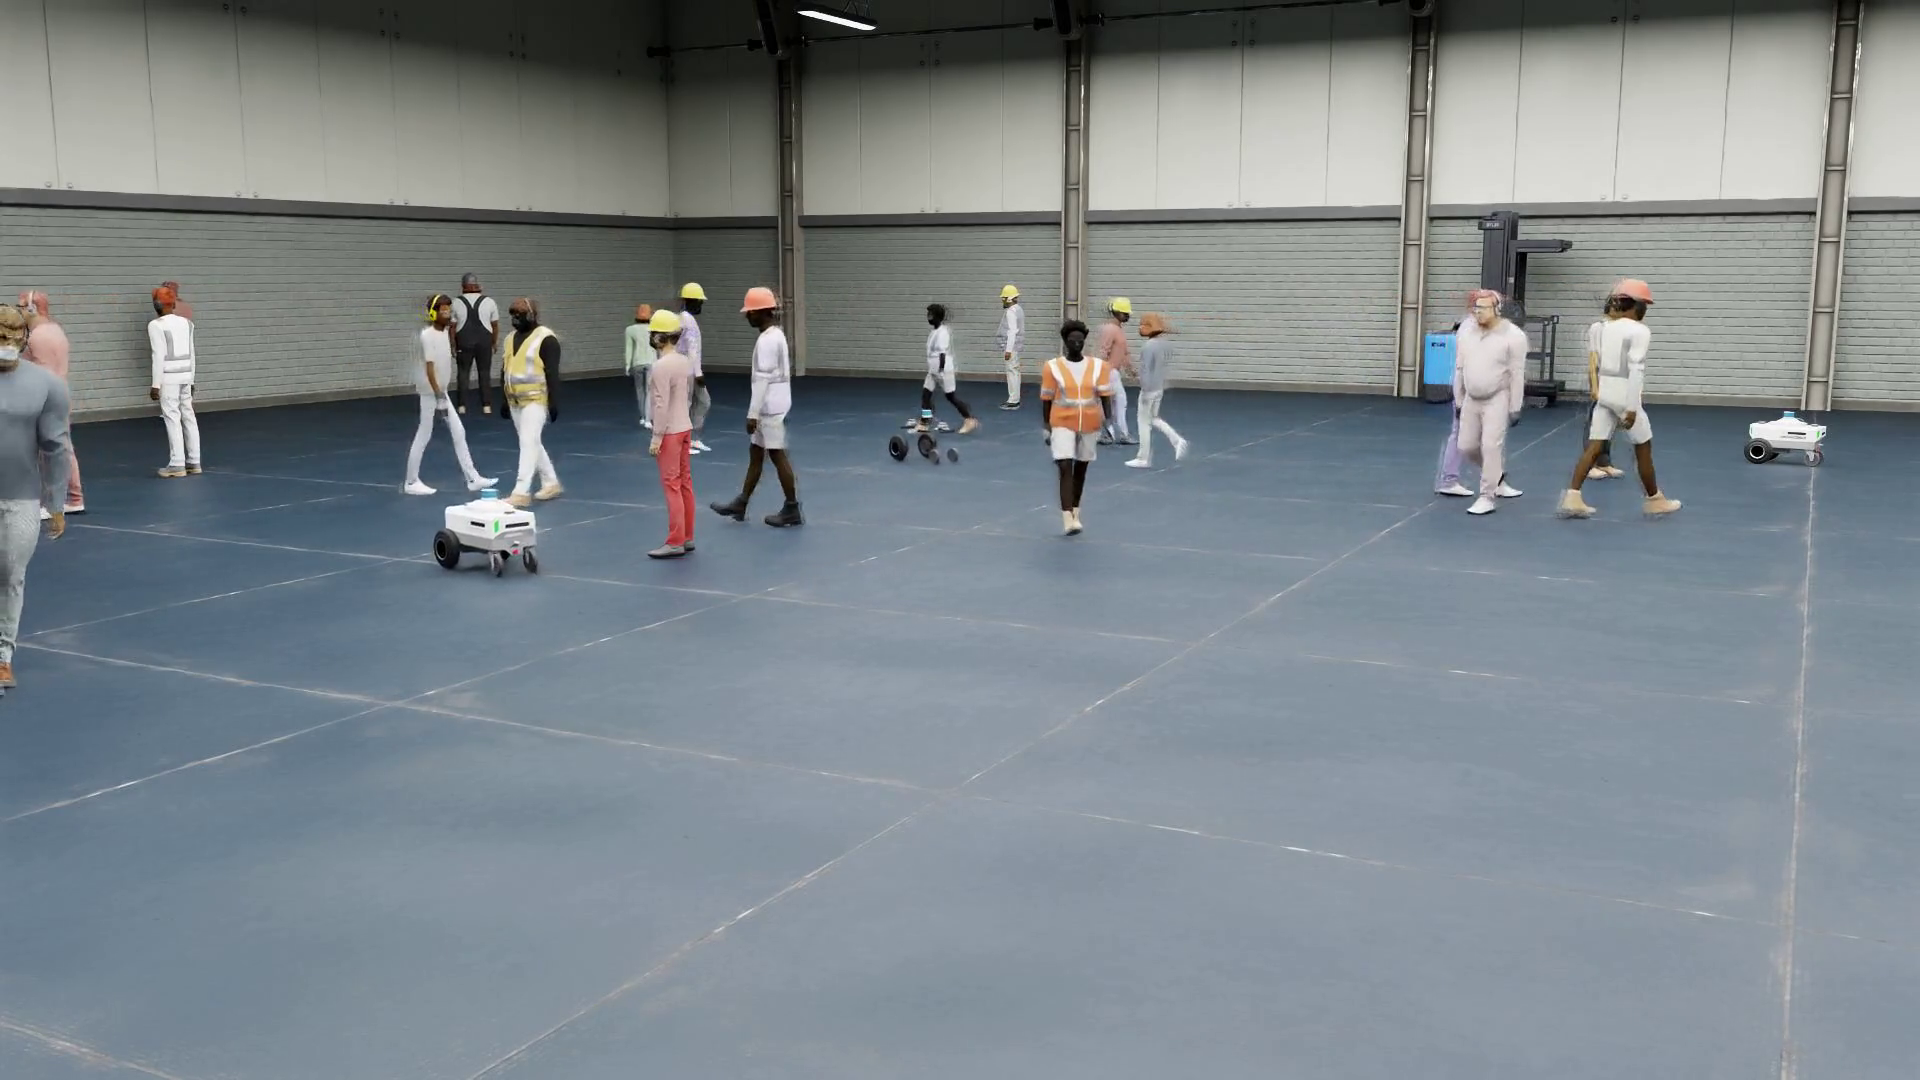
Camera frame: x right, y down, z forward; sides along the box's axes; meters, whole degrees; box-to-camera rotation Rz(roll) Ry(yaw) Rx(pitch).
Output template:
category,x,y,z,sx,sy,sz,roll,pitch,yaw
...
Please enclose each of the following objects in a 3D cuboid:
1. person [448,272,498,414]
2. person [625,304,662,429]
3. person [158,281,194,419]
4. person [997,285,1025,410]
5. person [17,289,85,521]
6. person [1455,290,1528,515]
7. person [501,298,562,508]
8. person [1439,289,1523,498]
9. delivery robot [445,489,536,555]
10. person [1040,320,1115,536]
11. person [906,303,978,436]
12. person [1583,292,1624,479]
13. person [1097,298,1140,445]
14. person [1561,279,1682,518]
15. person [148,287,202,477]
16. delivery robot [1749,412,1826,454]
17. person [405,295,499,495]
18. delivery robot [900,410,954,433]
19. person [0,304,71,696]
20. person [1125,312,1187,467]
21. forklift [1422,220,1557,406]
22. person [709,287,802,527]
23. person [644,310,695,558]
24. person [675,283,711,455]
category,x,y,z,sx,sy,sz,roll,pitch,yaw
person,-6.999,-2.819,23.936,0.689,2.000,0.539,-3,10,-18
person,-4.106,-2.272,21.788,0.519,1.599,0.831,0,9,-2
person,-10.987,-2.659,23.259,0.399,1.904,0.646,1,9,4
person,0.750,-2.854,24.666,0.404,1.828,0.602,2,9,12
person,-7.611,-1.128,13.813,0.402,1.908,0.652,-3,10,-16
person,4.519,-1.176,14.134,0.558,1.889,0.659,-7,12,-39
person,-3.814,-1.224,14.677,0.643,1.815,0.789,7,11,36
person,4.759,-1.308,14.992,0.839,1.870,0.657,2,9,11
delivery robot,-3.253,-0.111,11.514,0.707,0.478,0.477,9,13,43
person,0.920,-0.857,12.852,0.547,1.655,0.828,-2,9,-12
person,-0.196,-2.121,20.703,0.863,1.655,0.530,-3,10,-16
person,6.424,-1.534,16.498,0.506,1.841,0.346,-6,11,-33
person,1.872,-1.971,19.555,0.799,1.725,0.530,3,10,19
person,5.509,-1.167,13.829,1.064,1.982,0.618,-3,10,-16
person,-7.888,-1.585,16.674,0.337,1.882,0.584,2,9,14
delivery robot,8.861,-1.131,17.804,0.707,0.478,0.477,7,12,37
person,-4.717,-1.316,15.228,0.925,1.813,0.576,1,9,8
delivery robot,-0.363,-1.298,18.037,0.335,0.223,0.698,-8,12,-41
person,-4.619,-0.185,8.037,0.636,1.888,0.735,-7,11,-36
person,2.037,-1.556,17.293,0.582,1.615,0.512,5,11,29
forklift,8.245,-3.527,25.720,1.873,2.768,1.129,5,10,27
person,-1.651,-1.058,13.336,0.796,1.907,0.571,0,9,-1
person,-2.106,-0.763,11.983,0.329,1.766,0.530,2,9,11
person,-2.971,-1.897,18.525,0.587,1.906,0.590,-1,9,-7
